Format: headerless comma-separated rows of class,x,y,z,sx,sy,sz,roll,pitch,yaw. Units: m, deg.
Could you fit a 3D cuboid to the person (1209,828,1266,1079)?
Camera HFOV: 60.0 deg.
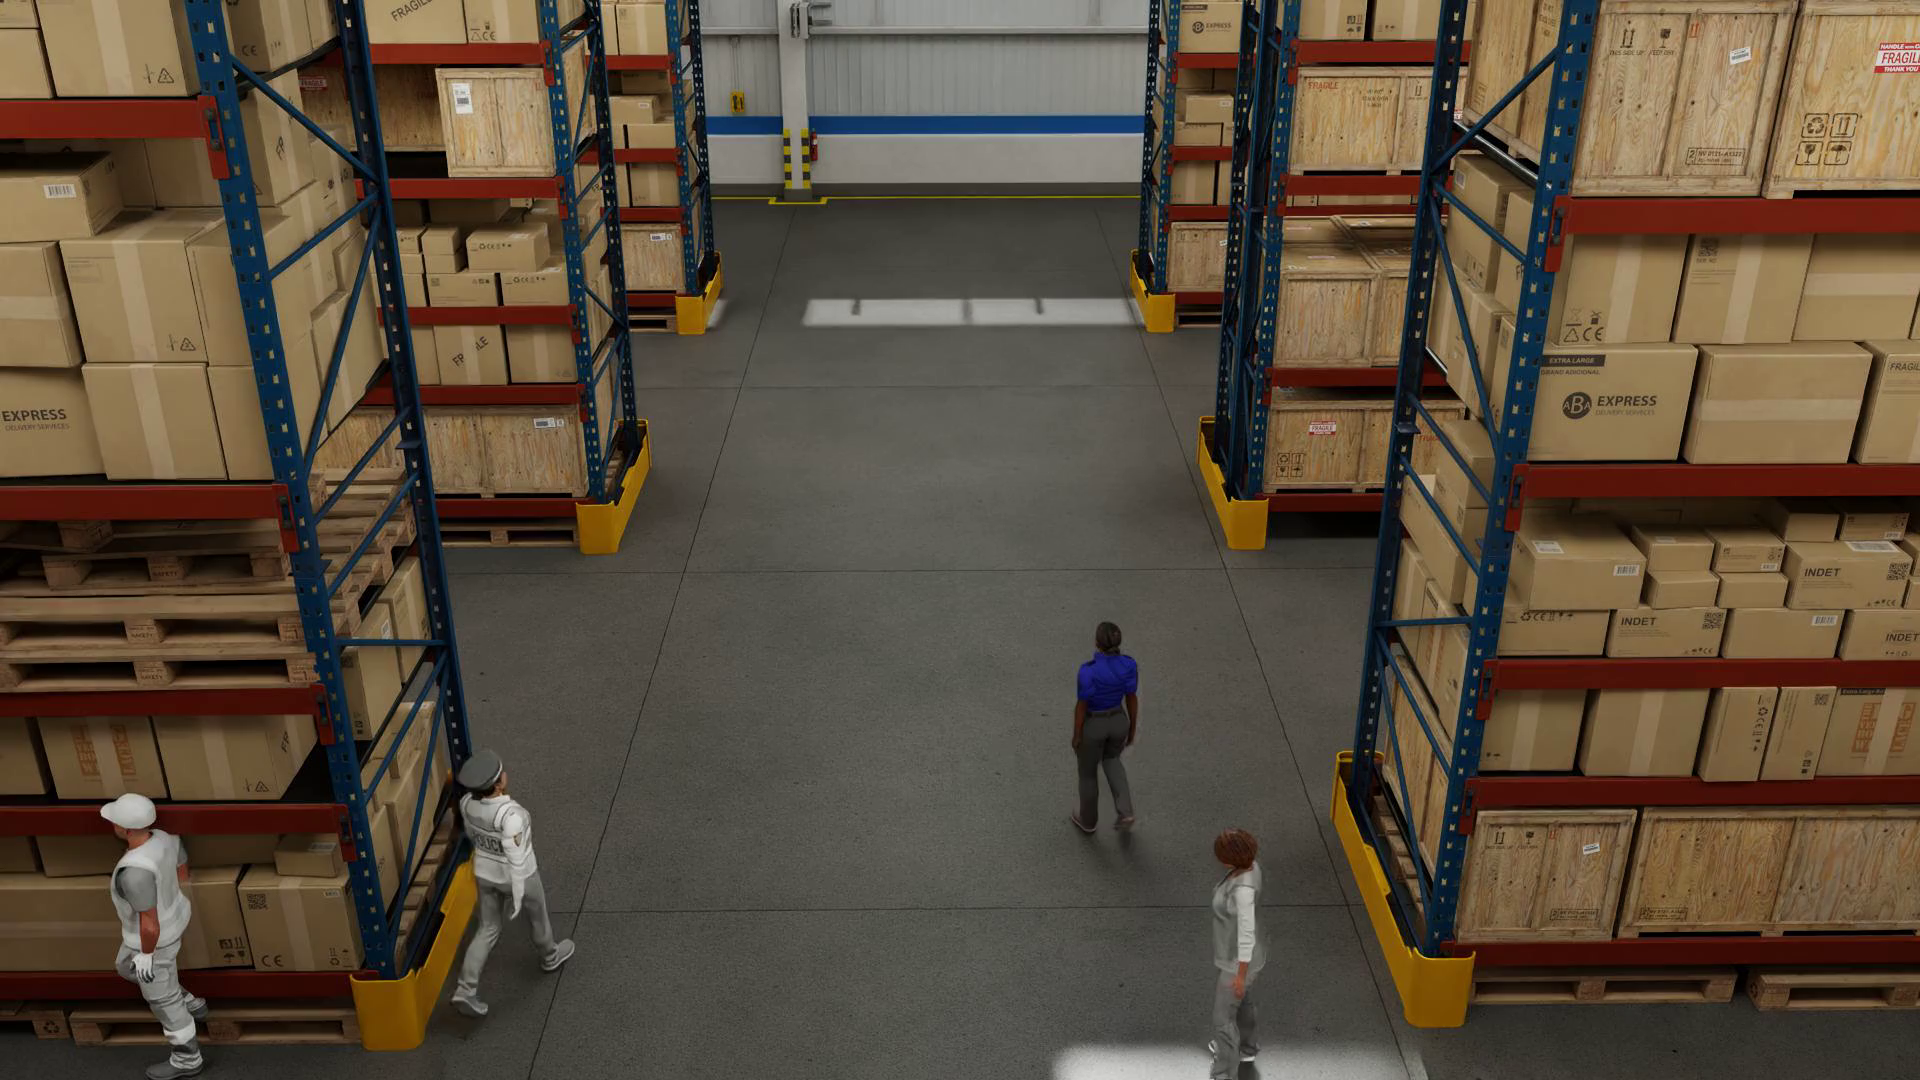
person,1.492,2.305,9.101,0.404,1.596,0.567,4,25,8

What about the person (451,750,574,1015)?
person,-2.697,1.968,9.775,0.477,1.661,0.924,10,27,21

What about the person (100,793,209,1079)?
person,-4.516,2.172,9.200,0.490,1.795,0.543,-1,25,-3

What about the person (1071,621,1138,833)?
person,0.961,1.275,11.259,0.446,1.660,0.513,-10,27,-20
